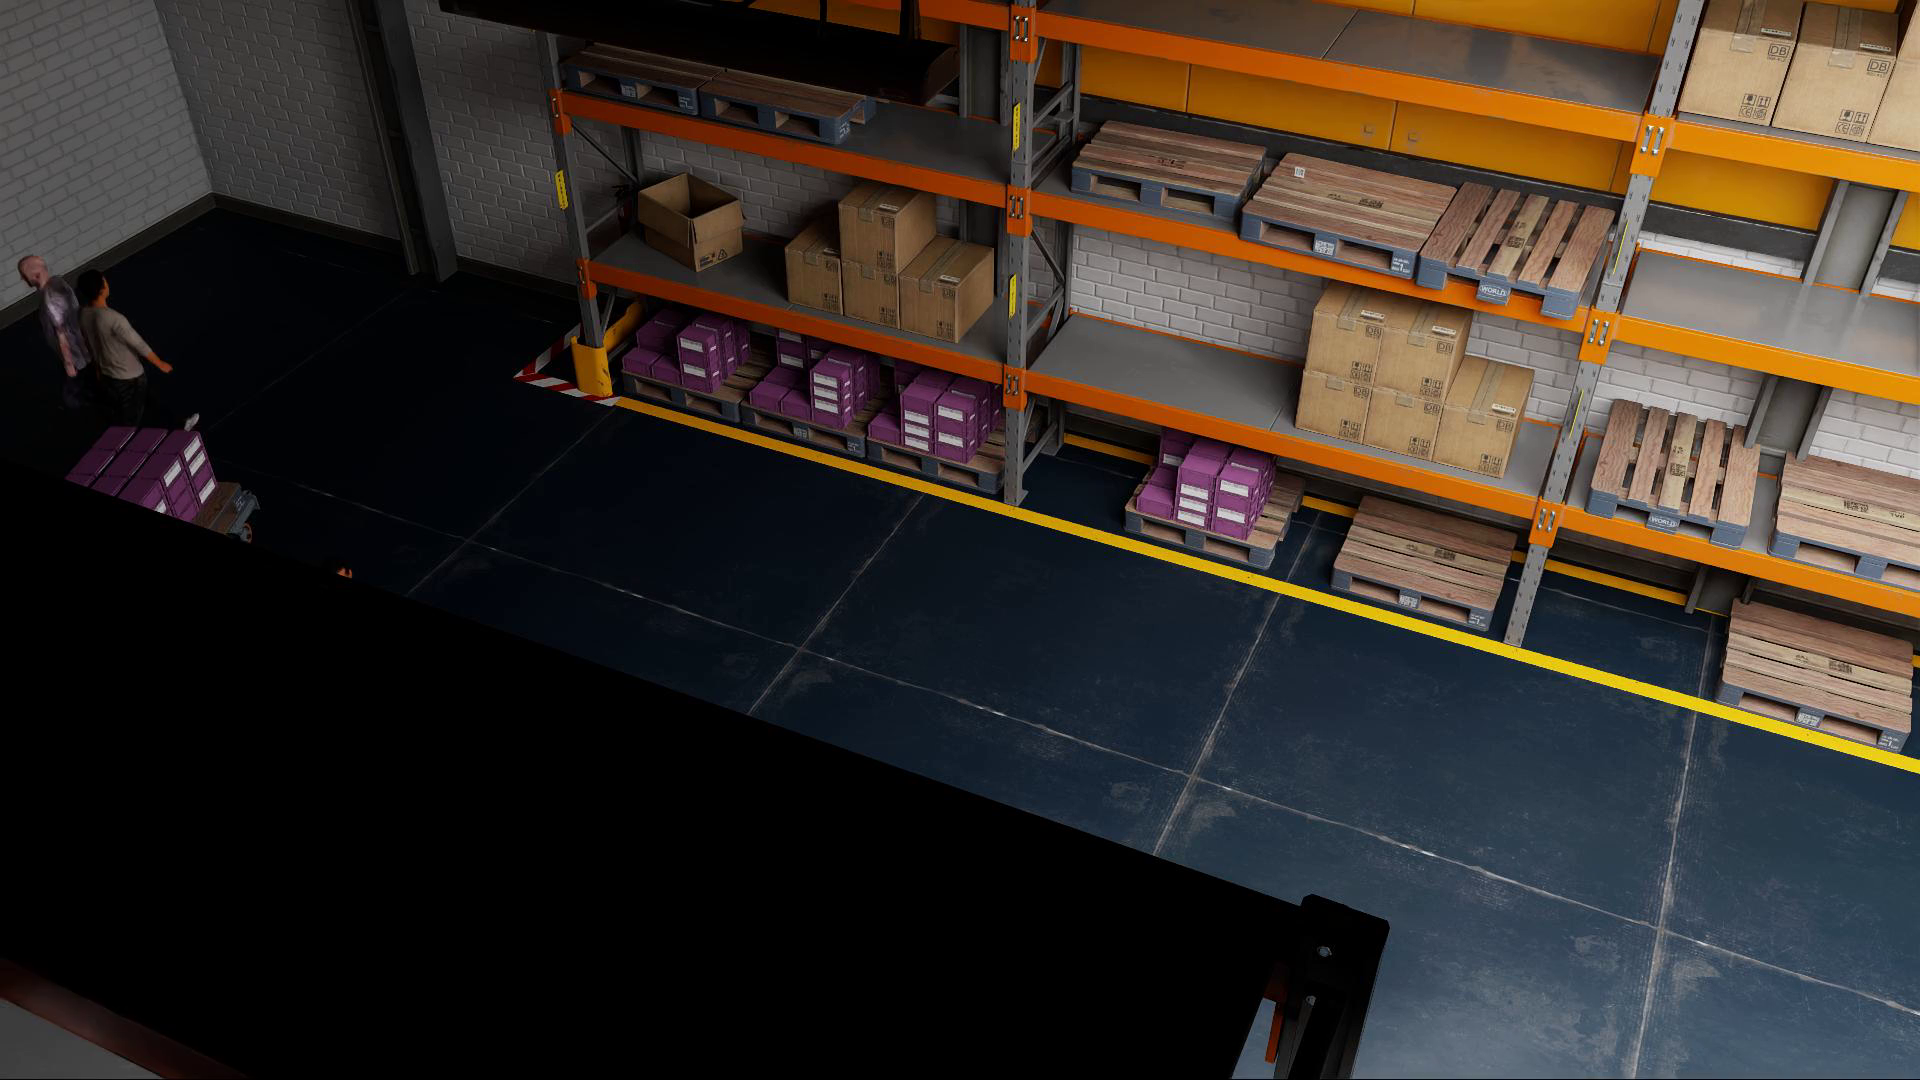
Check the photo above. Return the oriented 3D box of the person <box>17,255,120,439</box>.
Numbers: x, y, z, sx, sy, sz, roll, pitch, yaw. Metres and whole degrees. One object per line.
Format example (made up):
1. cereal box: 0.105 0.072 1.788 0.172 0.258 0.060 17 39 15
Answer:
1. person: -7.131 -1.529 13.585 0.979 1.814 0.921 -9 40 -12

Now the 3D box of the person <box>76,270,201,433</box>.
1. person: -6.760 -1.260 13.286 1.060 1.766 0.792 21 43 24
